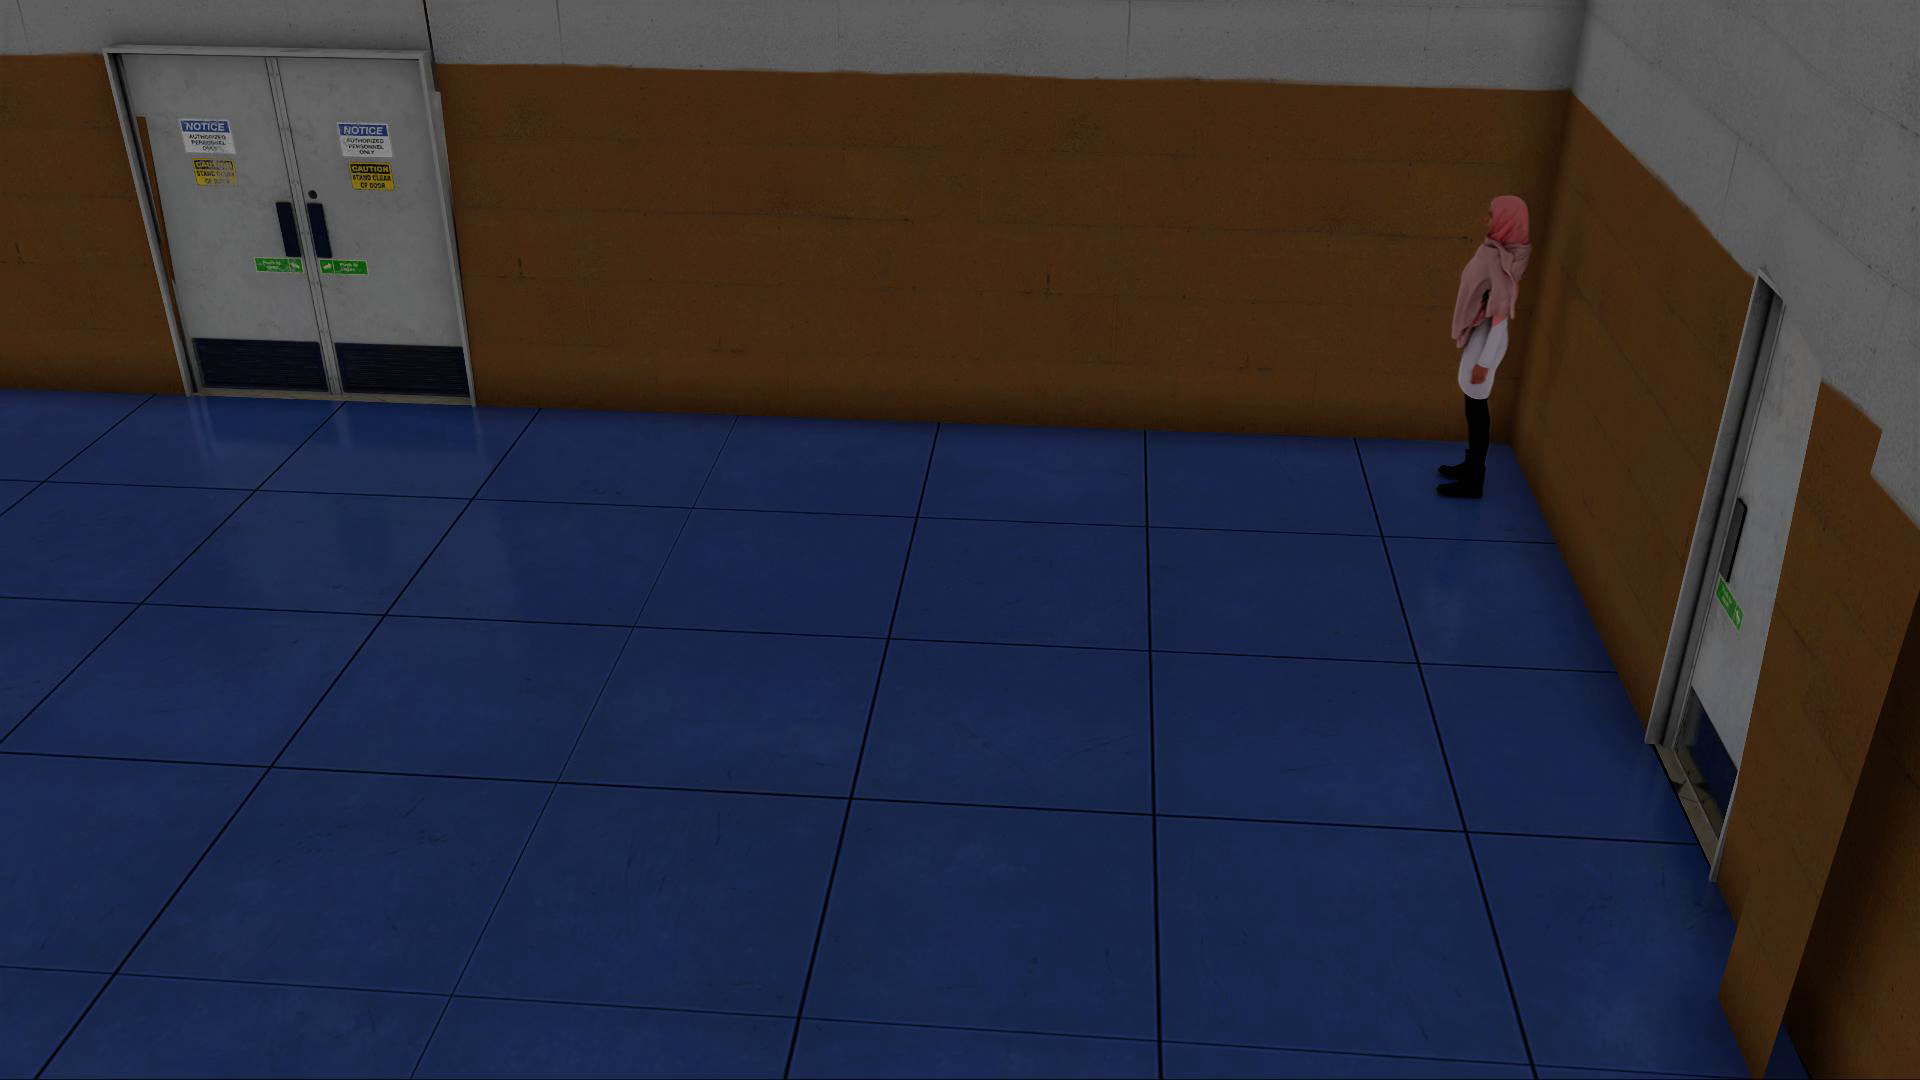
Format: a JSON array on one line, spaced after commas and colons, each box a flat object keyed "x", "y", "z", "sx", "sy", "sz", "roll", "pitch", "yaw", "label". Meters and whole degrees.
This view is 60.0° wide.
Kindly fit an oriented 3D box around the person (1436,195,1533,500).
[{"x": 3.018, "y": -1.100, "z": 9.564, "sx": 0.749, "sy": 1.803, "sz": 0.604, "roll": 9, "pitch": 30, "yaw": 16, "label": "person"}]
